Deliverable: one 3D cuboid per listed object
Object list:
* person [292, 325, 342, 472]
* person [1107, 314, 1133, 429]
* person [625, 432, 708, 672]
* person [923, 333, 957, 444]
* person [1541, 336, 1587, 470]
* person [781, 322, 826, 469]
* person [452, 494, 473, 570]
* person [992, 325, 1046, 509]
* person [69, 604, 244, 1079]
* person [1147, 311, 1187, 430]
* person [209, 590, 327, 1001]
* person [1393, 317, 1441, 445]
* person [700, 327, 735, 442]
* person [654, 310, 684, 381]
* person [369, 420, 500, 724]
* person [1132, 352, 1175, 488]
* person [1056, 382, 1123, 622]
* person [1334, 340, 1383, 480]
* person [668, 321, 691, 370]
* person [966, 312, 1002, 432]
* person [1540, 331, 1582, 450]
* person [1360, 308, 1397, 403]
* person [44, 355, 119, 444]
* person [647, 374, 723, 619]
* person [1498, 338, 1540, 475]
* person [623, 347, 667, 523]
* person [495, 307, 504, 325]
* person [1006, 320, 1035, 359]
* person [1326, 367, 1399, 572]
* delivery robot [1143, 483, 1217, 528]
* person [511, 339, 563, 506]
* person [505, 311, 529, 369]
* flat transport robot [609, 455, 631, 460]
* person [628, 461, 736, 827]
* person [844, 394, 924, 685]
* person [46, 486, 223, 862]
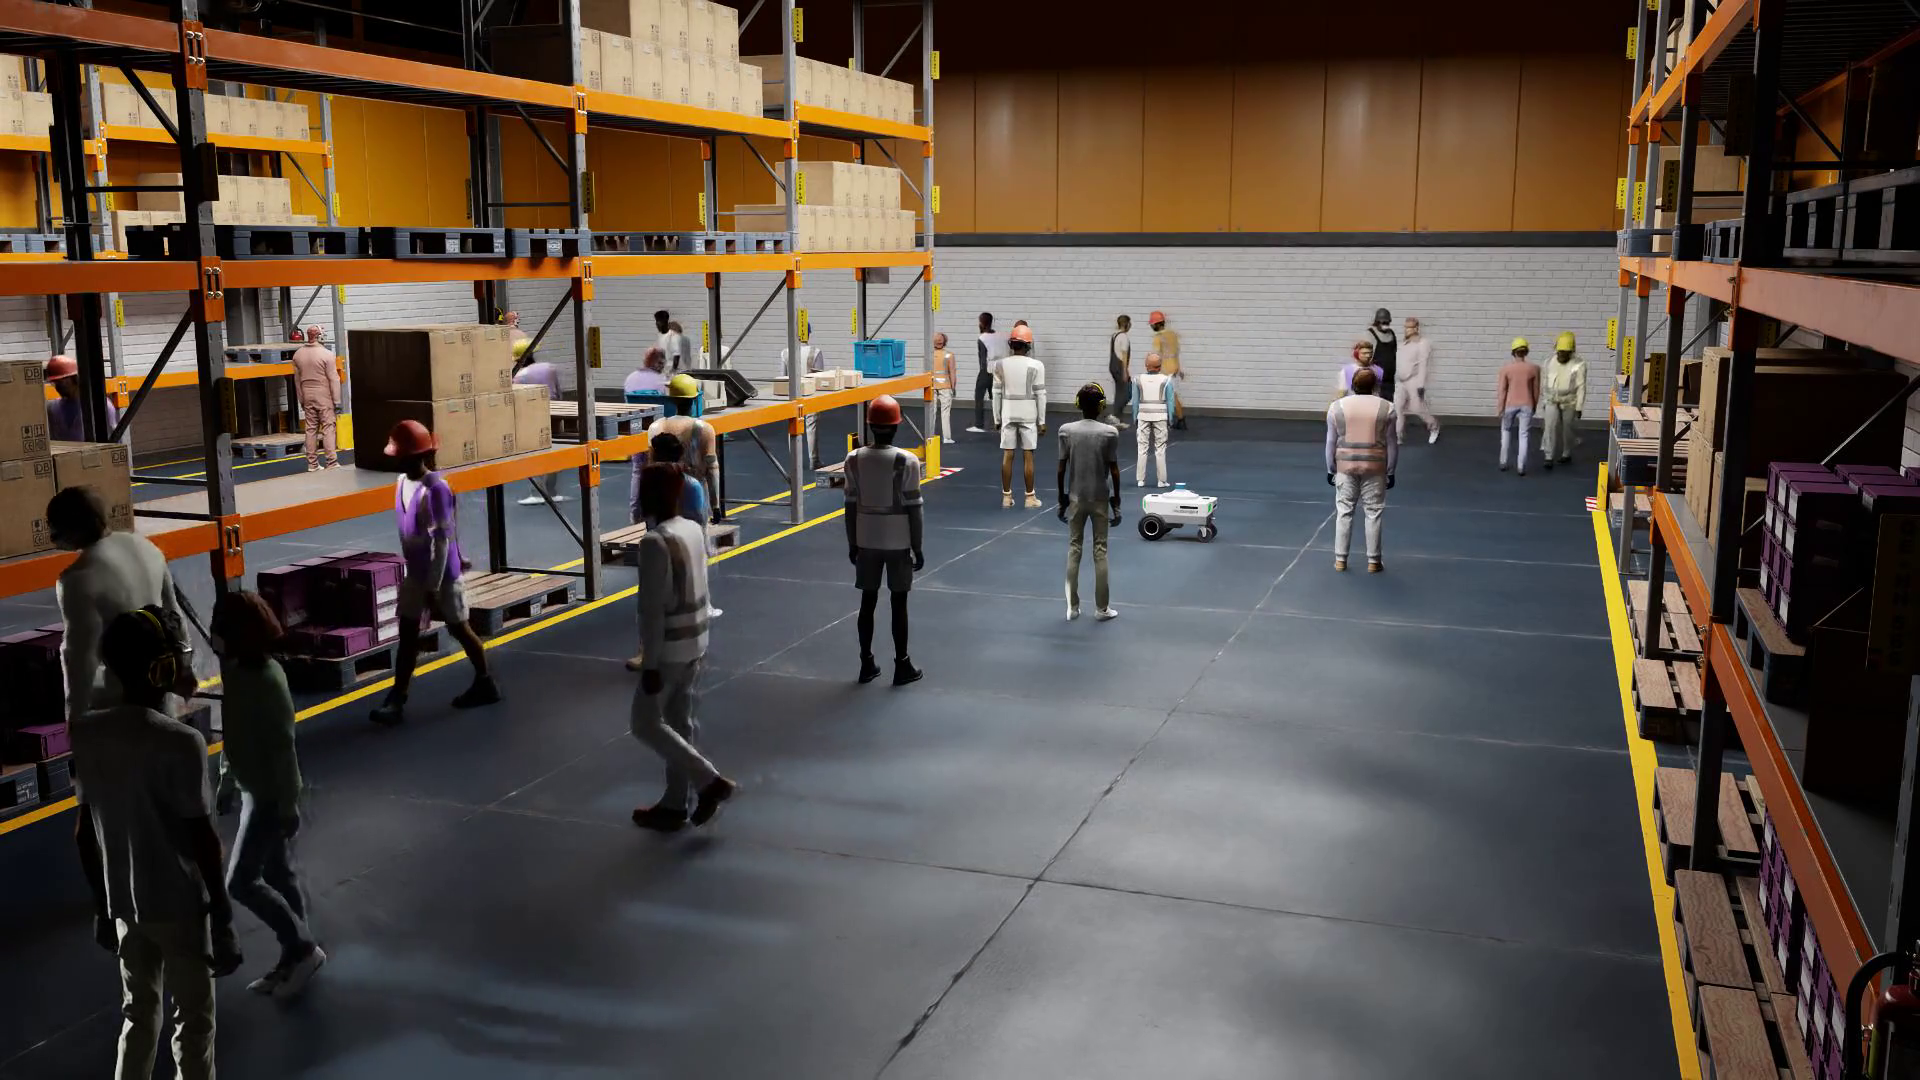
[{"bbox_3d":[-8.212,-1.808,21.378,0.651,1.907,0.409,3,11,19],"label":"person"},{"bbox_3d":[2.576,-2.674,26.496,0.387,1.820,0.555,-3,11,-17],"label":"person"},{"bbox_3d":[-1.991,0.084,11.424,0.545,1.641,0.886,4,11,22],"label":"person"},{"bbox_3d":[-0.295,-2.221,24.491,0.524,1.630,0.322,4,11,20],"label":"person"},{"bbox_3d":[7.914,-1.802,21.813,0.596,1.753,1.007,6,12,32],"label":"person"},{"bbox_3d":[-2.036,-1.890,21.715,0.615,1.950,0.375,3,11,19],"label":"person"},{"bbox_3d":[-4.700,-0.707,14.945,0.625,1.991,0.395,3,11,19],"label":"person"},{"bbox_3d":[0.666,-1.358,18.459,0.615,2.043,0.373,3,11,19],"label":"person"},{"bbox_3d":[-2.397,1.115,5.024,0.533,1.871,0.320,3,11,19],"label":"person"},{"bbox_3d":[3.243,-2.684,26.407,0.869,1.868,0.557,7,12,36],"label":"person"},{"bbox_3d":[-2.704,0.987,6.427,0.375,1.623,0.498,-7,12,-36],"label":"person"},{"bbox_3d":[6.655,-2.317,24.319,0.842,1.888,0.643,-5,11,-25],"label":"person"},{"bbox_3d":[-3.614,-2.339,24.756,0.533,1.772,0.298,3,11,19],"label":"person"},{"bbox_3d":[-4.535,-2.699,26.405,0.622,1.917,0.962,10,14,43],"label":"person"},{"bbox_3d":[-3.262,0.186,10.245,0.554,1.886,0.934,8,13,37],"label":"person"},{"bbox_3d":[2.325,-1.436,20.041,0.523,1.639,0.306,3,11,19],"label":"person"},{"bbox_3d":[1.010,-0.295,12.960,0.533,1.871,0.320,3,11,19],"label":"person"},{"bbox_3d":[4.754,-1.492,19.885,0.579,1.812,0.909,-2,10,-13],"label":"person"},{"bbox_3d":[-4.968,-3.082,29.422,0.505,1.605,0.580,2,10,12],"label":"person"},{"bbox_3d":[0.498,-2.609,25.938,0.788,1.895,0.594,7,12,35],"label":"person"},{"bbox_3d":[8.649,-2.128,23.770,0.913,1.687,0.506,-5,11,-28],"label":"person"},{"bbox_3d":[6.446,-2.619,25.566,0.752,2.000,1.020,-5,11,-25],"label":"person"},{"bbox_3d":[-7.301,-0.526,13.866,0.679,2.016,0.452,2,10,9],"label":"person"},{"bbox_3d":[-2.137,-0.328,12.975,0.594,1.930,0.354,3,11,19],"label":"person"},{"bbox_3d":[7.154,-1.713,21.328,0.529,1.735,0.808,2,10,13],"label":"person"},{"bbox_3d":[-3.207,-1.102,17.545,0.654,1.873,0.571,8,13,38],"label":"person"},{"bbox_3d":[-7.852,-3.028,28.354,0.533,1.871,0.320,3,11,19],"label":"person"},{"bbox_3d":[1.042,-2.958,28.607,0.523,1.640,0.306,3,11,19],"label":"person"},{"bbox_3d":[3.599,-0.627,14.904,0.633,1.845,0.429,3,11,19],"label":"person"},{"bbox_3d":[2.194,-0.324,16.566,0.707,0.478,0.477,3,11,19],"label":"delivery robot"},{"bbox_3d":[-4.756,-1.330,18.791,0.372,1.878,0.680,9,13,41],"label":"person"},{"bbox_3d":[-6.901,-2.592,25.798,0.651,1.907,0.409,3,11,19],"label":"person"},{"bbox_3d":[-4.791,-1.285,23.038,0.652,0.197,1.431,0,10,1],"label":"flat transport robot"},{"bbox_3d":[-1.403,0.541,8.243,0.491,1.872,0.605,3,10,15],"label":"person"},{"bbox_3d":[-0.495,0.001,11.089,0.552,1.942,0.342,3,11,19],"label":"person"},{"bbox_3d":[-3.705,0.672,7.485,0.378,1.902,0.795,2,10,12],"label":"person"}]
